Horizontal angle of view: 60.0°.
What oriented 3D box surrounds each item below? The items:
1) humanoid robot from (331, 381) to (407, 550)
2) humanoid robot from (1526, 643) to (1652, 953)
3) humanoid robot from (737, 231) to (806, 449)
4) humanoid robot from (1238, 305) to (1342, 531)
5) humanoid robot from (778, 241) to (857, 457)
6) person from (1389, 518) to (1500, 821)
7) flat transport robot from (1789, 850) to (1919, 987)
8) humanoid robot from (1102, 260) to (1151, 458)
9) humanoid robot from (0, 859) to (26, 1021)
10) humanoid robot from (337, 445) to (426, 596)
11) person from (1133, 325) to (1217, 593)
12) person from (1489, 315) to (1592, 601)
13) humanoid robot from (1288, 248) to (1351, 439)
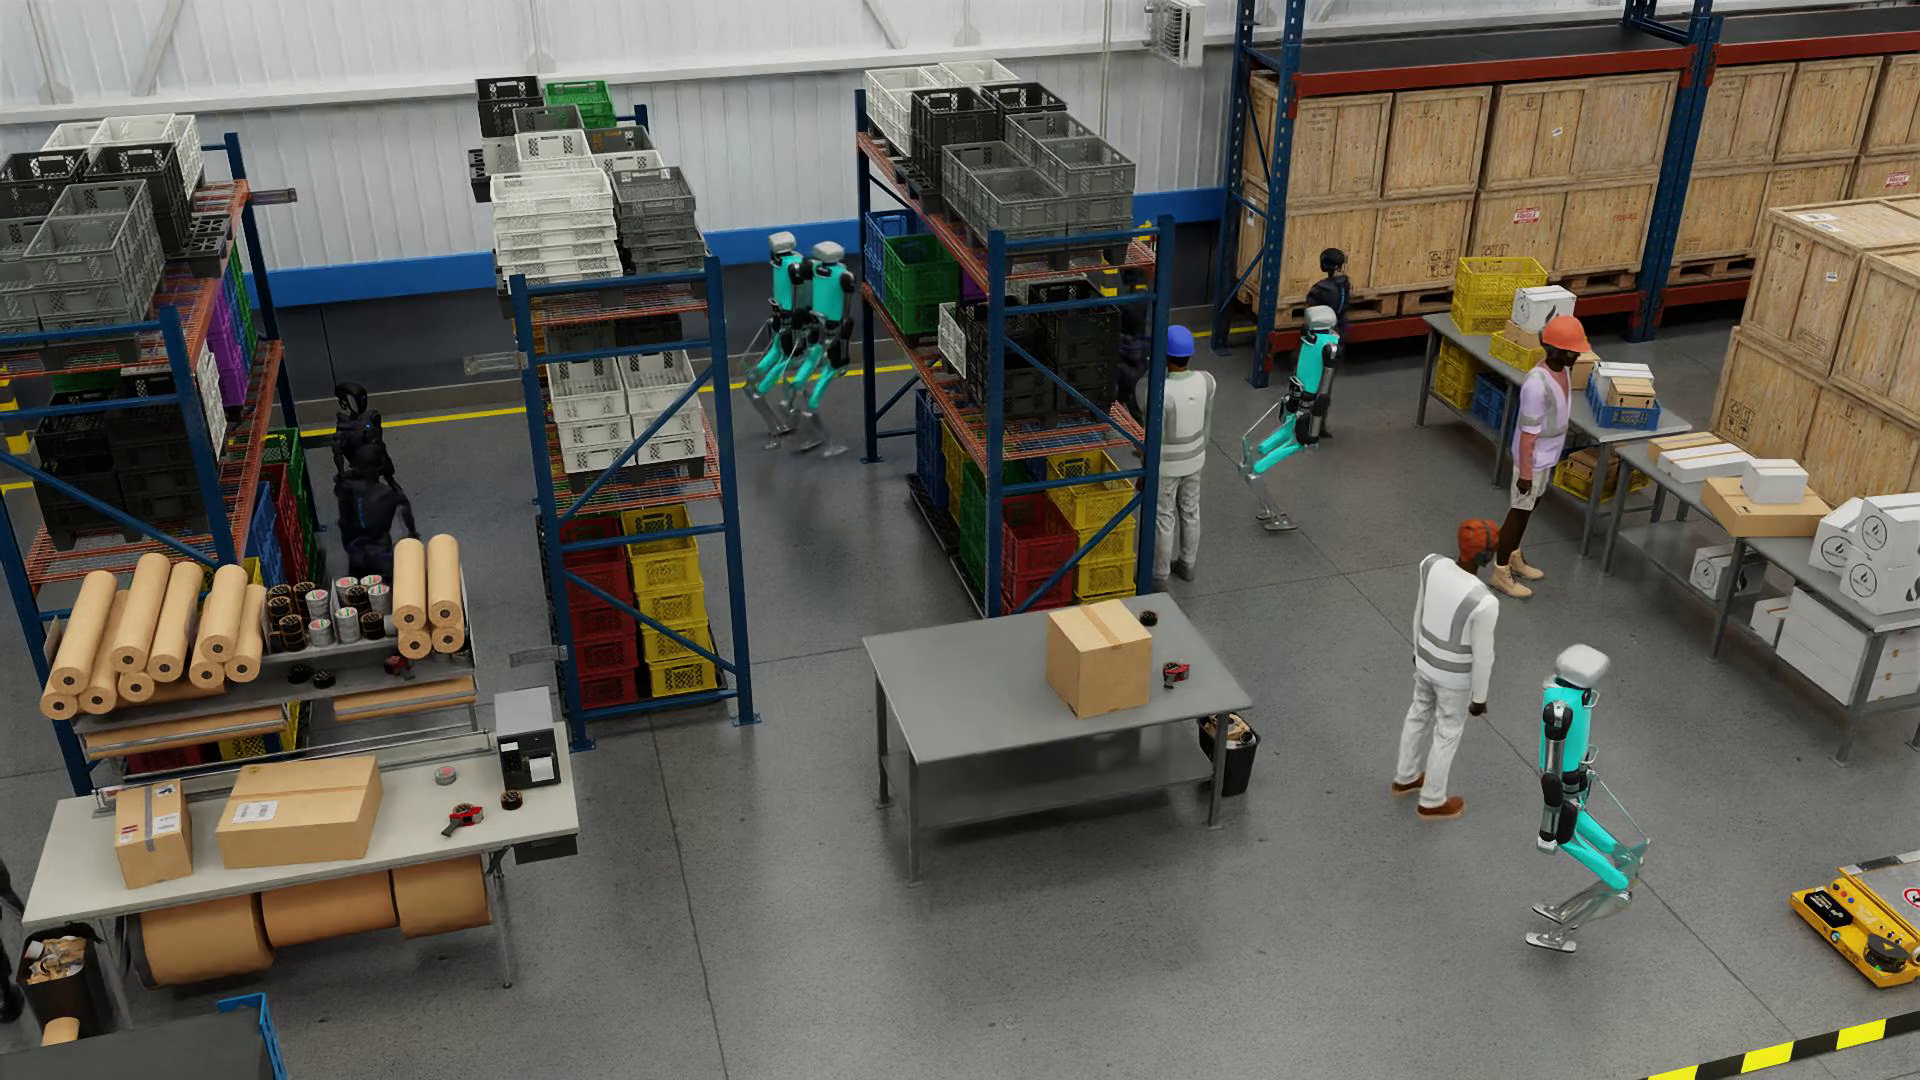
[{"bbox_3d":[-4.003,-0.308,11.243,0.315,1.657,0.599,7,30,13],"label":"humanoid robot"},{"bbox_3d":[3.115,1.316,8.103,0.735,1.676,0.533,16,32,26],"label":"humanoid robot"},{"bbox_3d":[-1.573,-1.578,13.526,0.679,1.823,0.537,-13,31,-22],"label":"humanoid robot"},{"bbox_3d":[2.328,-0.870,12.112,0.738,1.694,0.531,-5,29,-10],"label":"humanoid robot"},{"bbox_3d":[-1.190,-1.460,13.269,0.539,1.772,0.700,23,36,36],"label":"humanoid robot"},{"bbox_3d":[2.691,0.717,9.189,0.339,1.877,0.582,-13,31,-22],"label":"person"},{"bbox_3d":[5.163,1.916,8.676,1.431,0.231,0.659,-8,30,-14],"label":"flat transport robot"},{"bbox_3d":[1.319,-1.460,13.399,0.771,1.628,0.609,16,33,27],"label":"humanoid robot"},{"bbox_3d":[-4.675,1.687,7.654,0.616,1.634,0.650,-8,30,-15],"label":"humanoid robot"},{"bbox_3d":[-3.627,0.149,10.474,0.608,1.645,0.520,9,30,16],"label":"humanoid robot"},{"bbox_3d":[1.459,-0.545,11.409,0.602,1.949,0.392,-19,34,-31],"label":"person"},{"bbox_3d":[3.971,-0.573,11.364,0.382,2.041,0.614,18,33,29],"label":"person"},{"bbox_3d":[2.956,-1.607,13.619,0.602,1.646,0.344,-23,36,-35],"label":"humanoid robot"}]
